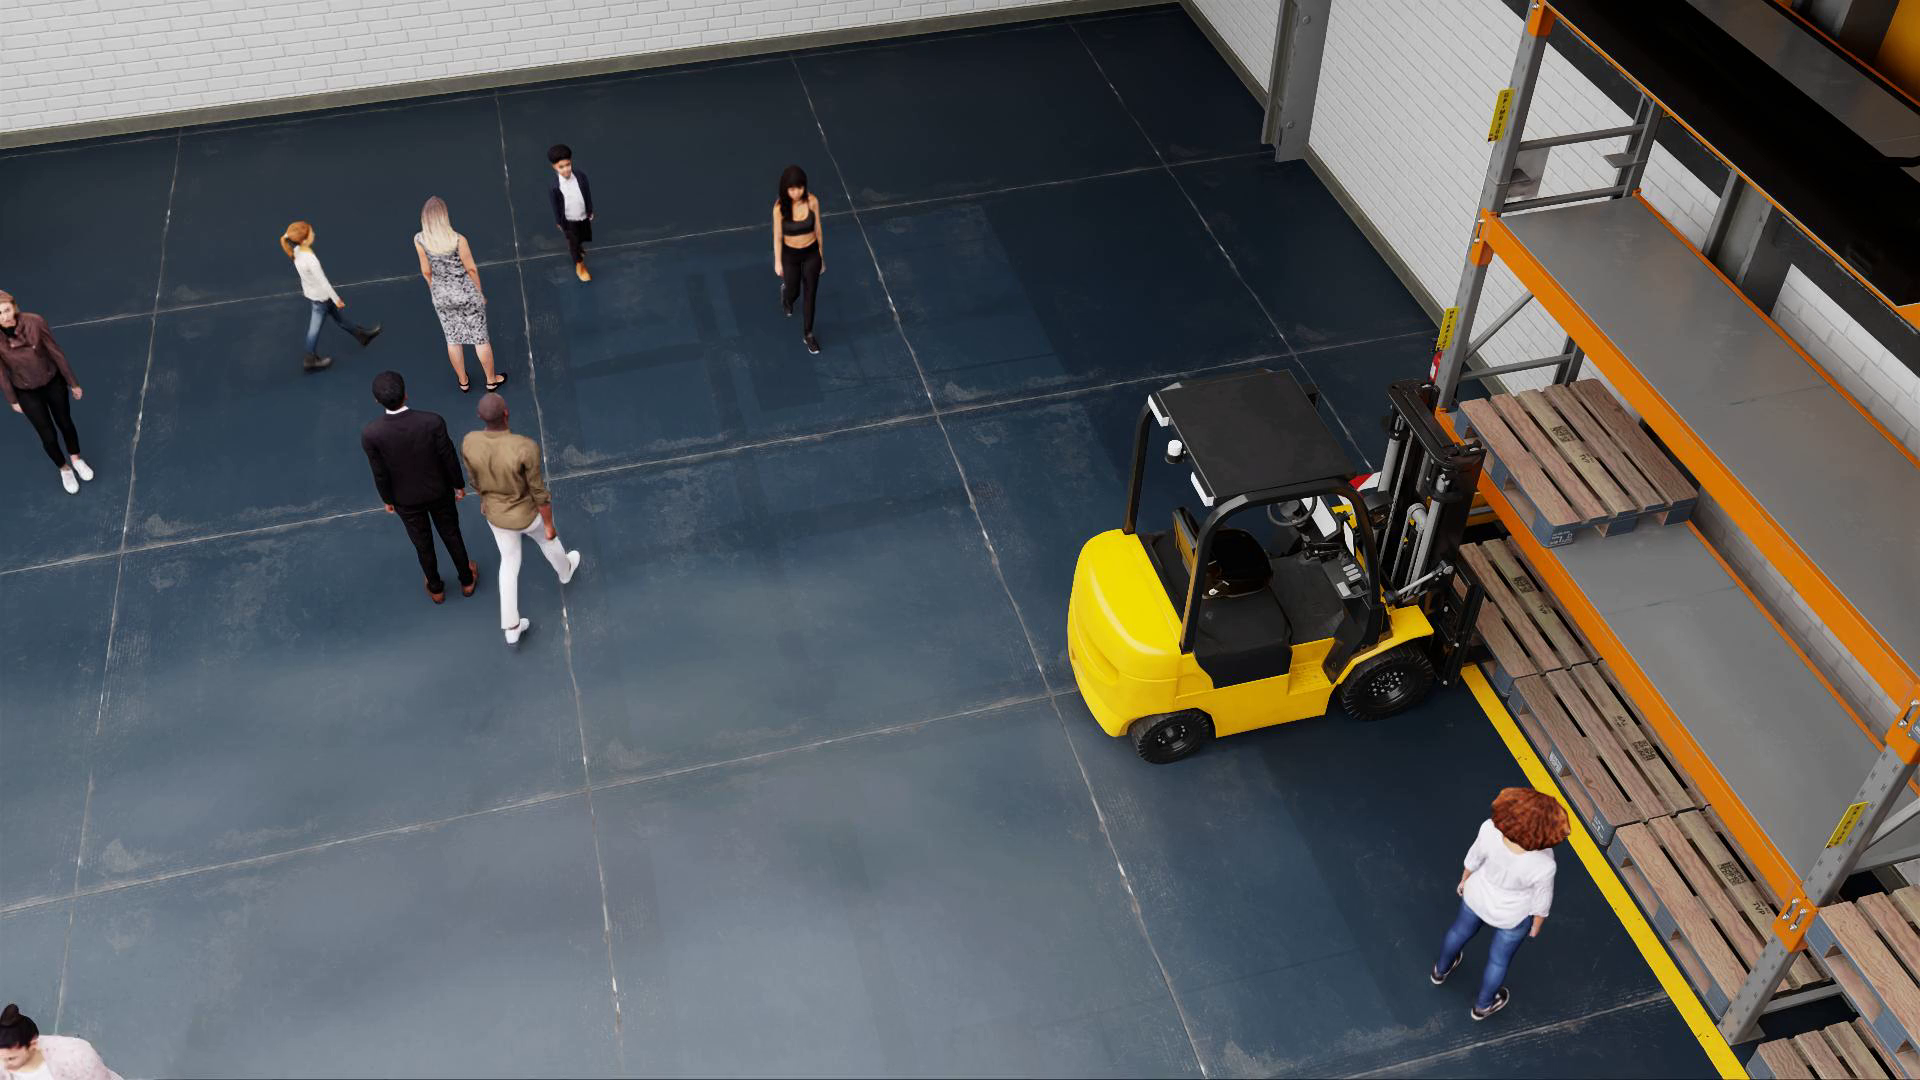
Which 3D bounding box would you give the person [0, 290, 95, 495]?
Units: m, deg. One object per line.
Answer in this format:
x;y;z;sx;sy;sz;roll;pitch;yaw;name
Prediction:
-6.604;-1.131;11.902;0.710;1.691;0.737;-34;53;-30;person

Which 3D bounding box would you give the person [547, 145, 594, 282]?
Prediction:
-3.274;-2.790;13.988;0.630;1.217;0.757;-25;49;-24;person

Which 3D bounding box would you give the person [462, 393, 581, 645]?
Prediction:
-2.910;-0.105;10.761;1.060;1.781;1.287;7;44;8;person

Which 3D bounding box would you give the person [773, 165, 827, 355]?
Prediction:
-1.282;-2.282;13.157;0.593;1.628;0.897;-13;45;-14;person

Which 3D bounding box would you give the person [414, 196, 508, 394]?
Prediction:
-3.829;-1.840;12.637;0.624;1.705;0.600;3;44;3;person

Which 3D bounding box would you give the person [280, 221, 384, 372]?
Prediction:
-5.071;-1.870;12.972;0.779;1.286;0.924;-28;50;-26;person

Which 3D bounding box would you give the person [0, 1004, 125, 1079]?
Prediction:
-4.123;2.655;7.917;0.856;1.707;1.161;0;44;0;person

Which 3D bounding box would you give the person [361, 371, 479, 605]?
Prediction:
-3.542;-0.333;10.926;0.712;1.884;0.567;-14;45;-14;person

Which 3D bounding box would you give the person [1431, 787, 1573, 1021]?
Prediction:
2.816;1.891;8.717;0.804;1.709;0.687;-30;51;-28;person
